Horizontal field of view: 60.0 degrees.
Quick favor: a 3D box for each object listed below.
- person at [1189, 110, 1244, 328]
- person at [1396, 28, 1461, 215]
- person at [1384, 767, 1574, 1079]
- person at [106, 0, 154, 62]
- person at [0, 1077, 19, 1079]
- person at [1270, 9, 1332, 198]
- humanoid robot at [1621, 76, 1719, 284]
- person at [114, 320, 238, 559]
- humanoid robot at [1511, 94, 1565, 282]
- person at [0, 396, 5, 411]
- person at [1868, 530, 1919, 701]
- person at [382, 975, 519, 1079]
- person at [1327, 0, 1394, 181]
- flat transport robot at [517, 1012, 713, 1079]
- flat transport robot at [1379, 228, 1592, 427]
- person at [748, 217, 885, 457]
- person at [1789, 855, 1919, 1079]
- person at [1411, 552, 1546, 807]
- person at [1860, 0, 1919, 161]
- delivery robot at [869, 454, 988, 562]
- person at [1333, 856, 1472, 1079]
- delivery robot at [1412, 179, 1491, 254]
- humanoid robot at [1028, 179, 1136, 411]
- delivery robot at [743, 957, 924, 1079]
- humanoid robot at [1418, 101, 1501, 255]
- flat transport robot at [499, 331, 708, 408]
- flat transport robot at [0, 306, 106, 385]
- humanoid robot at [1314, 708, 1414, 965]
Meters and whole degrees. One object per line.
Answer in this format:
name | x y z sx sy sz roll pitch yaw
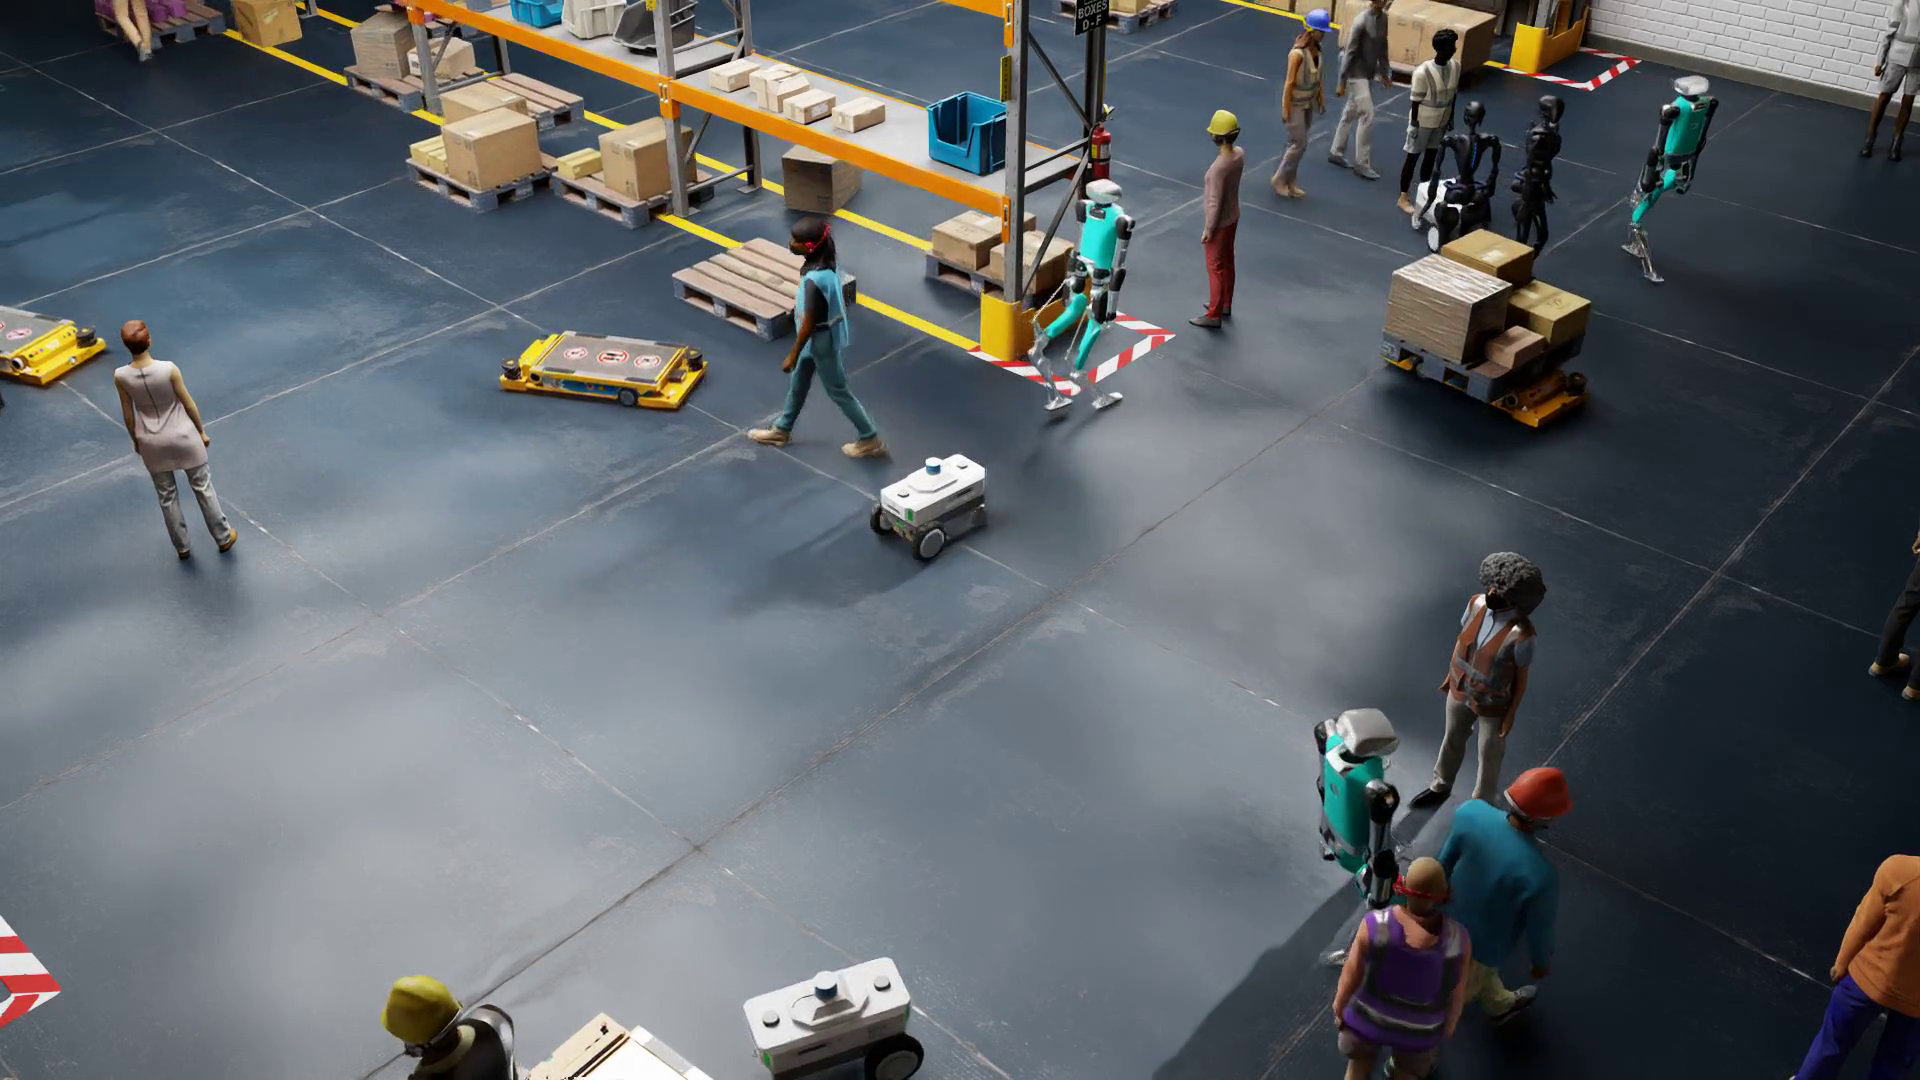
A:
person | 2.040 -2.535 13.167 0.320 1.765 0.532 18 38 24
person | 4.256 -3.790 15.045 0.533 1.693 0.320 -18 38 -24
person | 2.300 1.643 7.166 0.905 1.692 0.573 -13 37 -18
person | -9.243 -6.170 18.455 0.564 1.739 0.543 -26 42 -33
person | -3.176 2.497 5.964 0.485 1.661 0.338 -10 36 -14
person | 3.150 -3.981 15.260 0.380 1.754 0.478 26 43 33
humanoid robot | 5.843 -3.077 13.974 0.554 1.764 0.913 -13 37 -18
person | -4.986 -0.629 10.493 0.449 1.661 0.284 -9 36 -12
humanoid robot | 4.738 -2.855 13.697 0.348 1.649 0.615 22 40 29
person | -7.365 -1.709 11.834 0.561 1.926 0.408 4 35 5
person | 5.564 0.084 9.308 0.346 1.840 0.504 -12 36 -17
person | -1.824 2.271 6.159 0.403 1.819 0.596 12 36 17
person | 3.889 -4.355 15.716 0.803 1.863 0.554 27 43 33
flat transport robot | -1.291 2.569 7.089 1.431 0.231 0.659 24 41 31
flat transport robot | 3.992 -1.306 12.702 0.659 0.231 1.431 -26 42 -32
person | -0.995 -1.371 11.442 0.961 1.821 0.556 -2 35 -3
person | 3.818 1.782 6.736 0.513 1.974 0.406 18 39 24
person | 2.647 0.780 8.427 0.310 1.690 0.439 -21 40 -28
person | 9.159 -4.632 16.070 0.547 1.924 0.387 12 37 17
delivery robot | -0.186 -0.250 10.933 0.811 0.609 0.499 -27 43 -34
person | 1.743 1.981 6.701 0.498 1.673 0.542 9 36 13
delivery robot | 4.341 -2.908 14.758 0.499 0.579 0.774 -8 35 -12
humanoid robot | 0.797 -1.651 11.913 0.915 1.744 0.550 -25 42 -31
delivery robot | -0.575 2.149 7.423 0.741 0.569 0.503 -13 37 -18
humanoid robot | 4.080 -2.781 13.617 0.602 1.634 0.640 -2 35 -3
flat transport robot | -2.719 -1.307 12.704 1.431 0.231 0.659 8 35 11
flat transport robot | -7.528 -1.558 13.068 1.431 0.231 0.659 12 36 17
humanoid robot | 1.918 1.415 7.470 0.790 1.766 0.548 -12 36 -16
